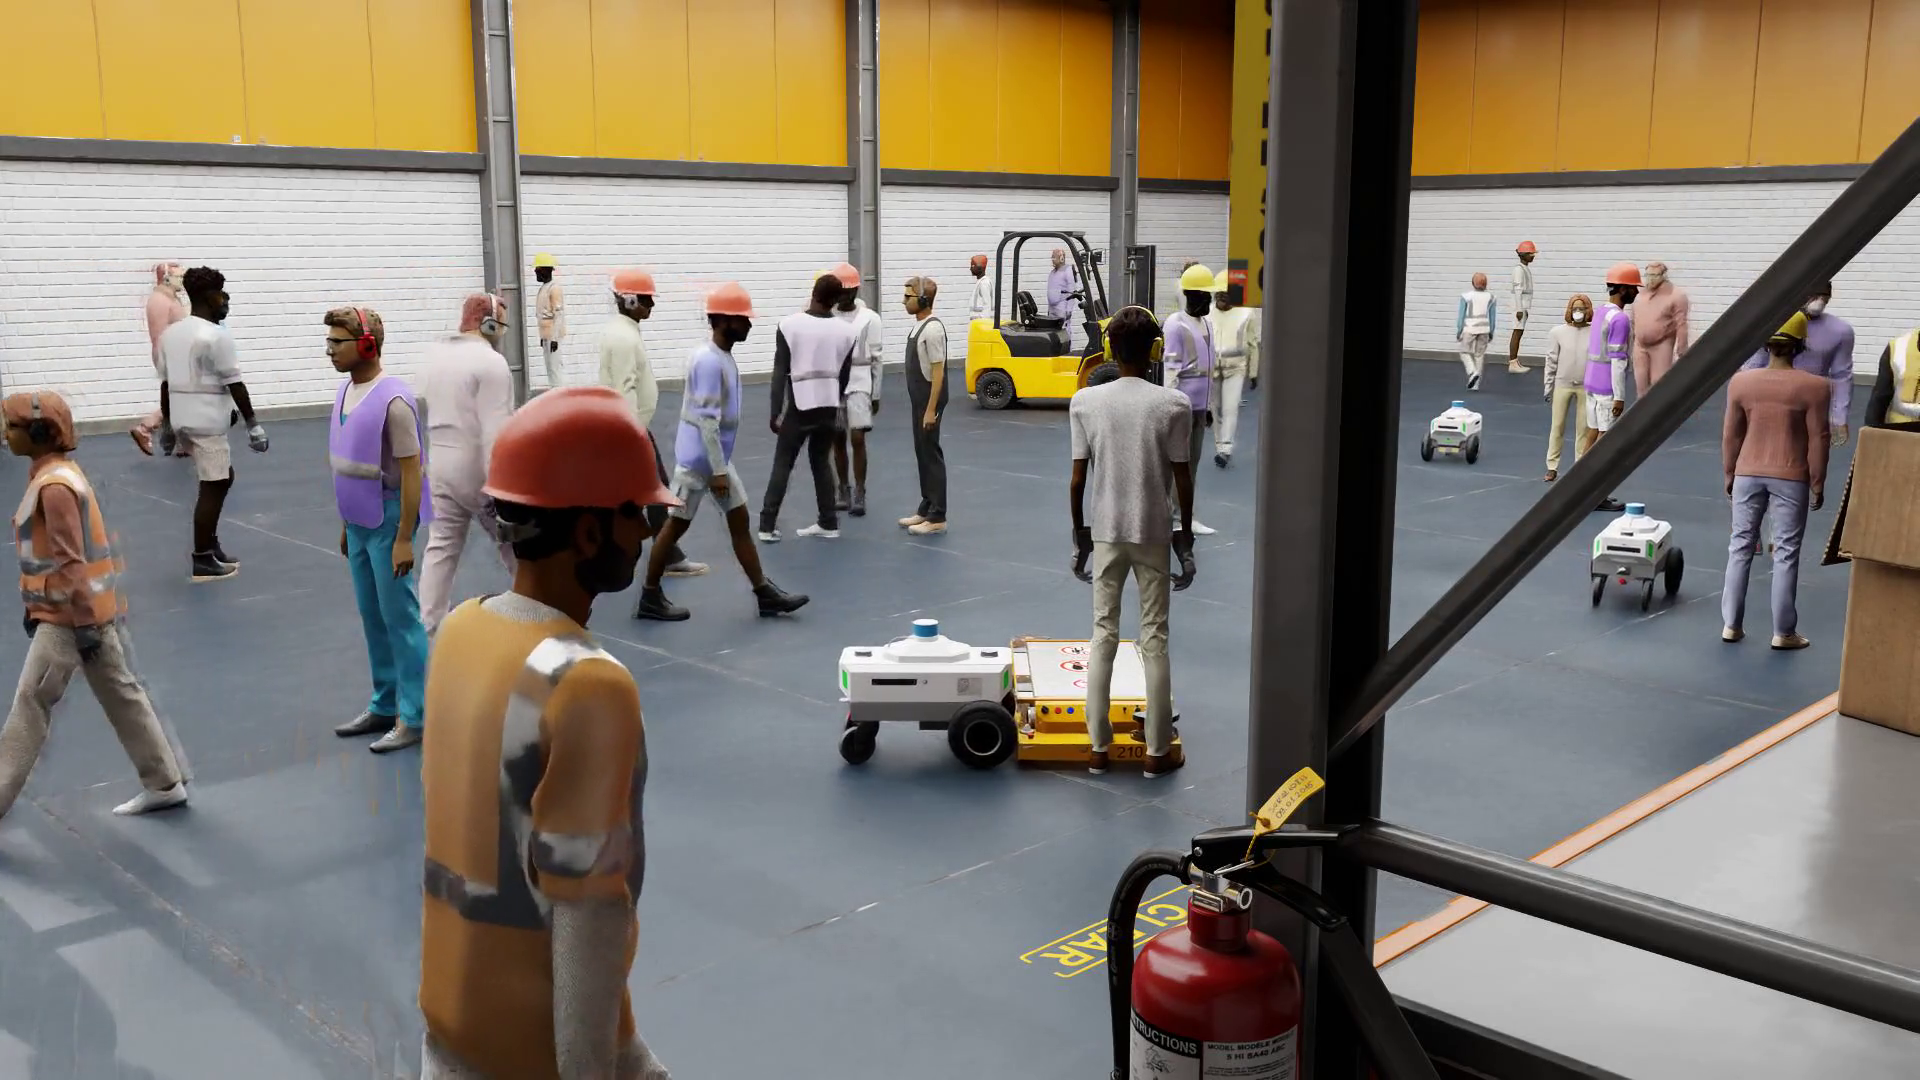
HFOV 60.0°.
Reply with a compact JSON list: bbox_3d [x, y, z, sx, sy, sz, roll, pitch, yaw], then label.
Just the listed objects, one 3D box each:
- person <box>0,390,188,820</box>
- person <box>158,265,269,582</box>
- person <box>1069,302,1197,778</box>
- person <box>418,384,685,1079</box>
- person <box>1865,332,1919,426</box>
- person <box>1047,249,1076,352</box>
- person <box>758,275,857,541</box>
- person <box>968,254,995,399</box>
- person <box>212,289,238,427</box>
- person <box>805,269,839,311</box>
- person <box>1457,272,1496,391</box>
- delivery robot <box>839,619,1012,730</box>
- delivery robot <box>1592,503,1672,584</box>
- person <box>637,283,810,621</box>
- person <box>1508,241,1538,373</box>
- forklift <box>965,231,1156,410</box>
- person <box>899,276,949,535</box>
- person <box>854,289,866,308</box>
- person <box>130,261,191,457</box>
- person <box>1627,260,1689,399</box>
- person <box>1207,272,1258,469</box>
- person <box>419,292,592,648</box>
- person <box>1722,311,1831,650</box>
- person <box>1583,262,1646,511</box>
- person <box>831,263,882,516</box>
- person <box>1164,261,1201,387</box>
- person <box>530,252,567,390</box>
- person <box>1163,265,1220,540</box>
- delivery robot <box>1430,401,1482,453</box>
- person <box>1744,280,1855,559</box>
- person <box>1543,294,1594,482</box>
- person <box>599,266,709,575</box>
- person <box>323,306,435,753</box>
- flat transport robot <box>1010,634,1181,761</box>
[{"bbox_3d":[-3.237,0.268,5.900,0.864,1.592,0.540,-5,11,-25],"label":"person"},{"bbox_3d":[-4.644,-0.721,10.336,0.618,1.942,0.584,8,13,36],"label":"person"},{"bbox_3d":[0.681,0.008,6.557,0.513,1.876,0.328,3,11,17],"label":"person"},{"bbox_3d":[-0.572,0.702,2.681,0.884,1.896,0.567,-10,14,-43],"label":"person"},{"bbox_3d":[5.882,-0.606,10.141,0.652,1.788,0.982,9,14,40],"label":"person"},{"bbox_3d":[1.607,-3.772,27.078,0.402,1.906,0.652,-6,12,-30],"label":"person"},{"bbox_3d":[-1.063,-0.901,11.572,0.707,1.864,0.452,-6,12,-31],"label":"person"},{"bbox_3d":[0.287,-2.775,21.703,0.337,1.882,0.583,-1,10,-3],"label":"person"},{"bbox_3d":[-6.618,-1.382,14.693,0.443,1.675,0.541,2,11,11],"label":"person"},{"bbox_3d":[-1.480,-2.065,18.166,0.523,1.765,0.316,4,11,20],"label":"person"},{"bbox_3d":[7.075,-2.842,22.767,0.531,1.622,0.423,0,10,-2],"label":"person"},{"bbox_3d":[-0.141,0.569,6.840,0.707,0.478,0.477,0,10,1],"label":"delivery robot"},{"bbox_3d":[3.962,0.028,9.791,0.477,0.478,0.707,6,12,30],"label":"delivery robot"},{"bbox_3d":[-1.358,-0.460,9.126,0.970,1.878,0.555,2,11,8],"label":"person"},{"bbox_3d":[8.752,-3.599,25.875,0.375,2.003,0.604,5,11,24],"label":"person"},{"bbox_3d":[1.222,-2.721,20.561,2.313,2.155,1.214,2,11,13],"label":"forklift"},{"bbox_3d":[-0.253,-0.959,11.909,0.328,1.844,0.514,-2,11,-12],"label":"person"},{"bbox_3d":[-1.366,-2.401,20.343,0.500,1.636,0.285,6,12,30],"label":"person"},{"bbox_3d":[-7.557,-1.696,15.821,0.557,1.892,0.651,-4,11,-19],"label":"person"},{"bbox_3d":[7.537,-2.093,18.026,0.486,1.880,0.653,-9,14,-40],"label":"person"},{"bbox_3d":[2.390,-1.551,15.290,0.624,1.782,0.920,4,11,21],"label":"person"},{"bbox_3d":[-2.380,-0.319,8.430,0.690,1.837,0.991,8,13,37],"label":"person"},{"bbox_3d":[4.210,-0.315,8.606,0.306,1.772,0.527,-10,14,-43],"label":"person"},{"bbox_3d":[5.066,-1.183,12.918,0.389,1.930,0.539,0,10,2],"label":"person"},{"bbox_3d":[-0.895,-1.142,12.734,0.560,1.926,0.629,1,10,8],"label":"person"},{"bbox_3d":[3.044,-2.711,21.597,0.945,1.790,0.654,5,12,25],"label":"person"},{"bbox_3d":[-4.876,-2.437,19.774,0.397,1.934,0.596,-6,12,-28],"label":"person"},{"bbox_3d":[1.633,-0.964,11.709,0.382,1.924,0.594,7,12,33],"label":"person"},{"bbox_3d":[4.725,-1.082,15.823,0.477,0.478,0.707,6,11,29],"label":"delivery robot"},{"bbox_3d":[5.419,-0.788,10.784,0.646,1.913,0.479,0,10,1],"label":"person"},{"bbox_3d":[5.311,-1.304,14.367,0.507,1.632,0.268,4,11,19],"label":"person"},{"bbox_3d":[-2.106,-0.702,10.249,0.949,1.956,0.660,-1,10,-7],"label":"person"},{"bbox_3d":[-2.408,-0.046,6.936,0.373,1.840,0.571,-10,14,-43],"label":"person"},{"bbox_3d":[0.562,0.667,7.334,0.652,0.197,1.431,0,10,0],"label":"flat transport robot"}]
